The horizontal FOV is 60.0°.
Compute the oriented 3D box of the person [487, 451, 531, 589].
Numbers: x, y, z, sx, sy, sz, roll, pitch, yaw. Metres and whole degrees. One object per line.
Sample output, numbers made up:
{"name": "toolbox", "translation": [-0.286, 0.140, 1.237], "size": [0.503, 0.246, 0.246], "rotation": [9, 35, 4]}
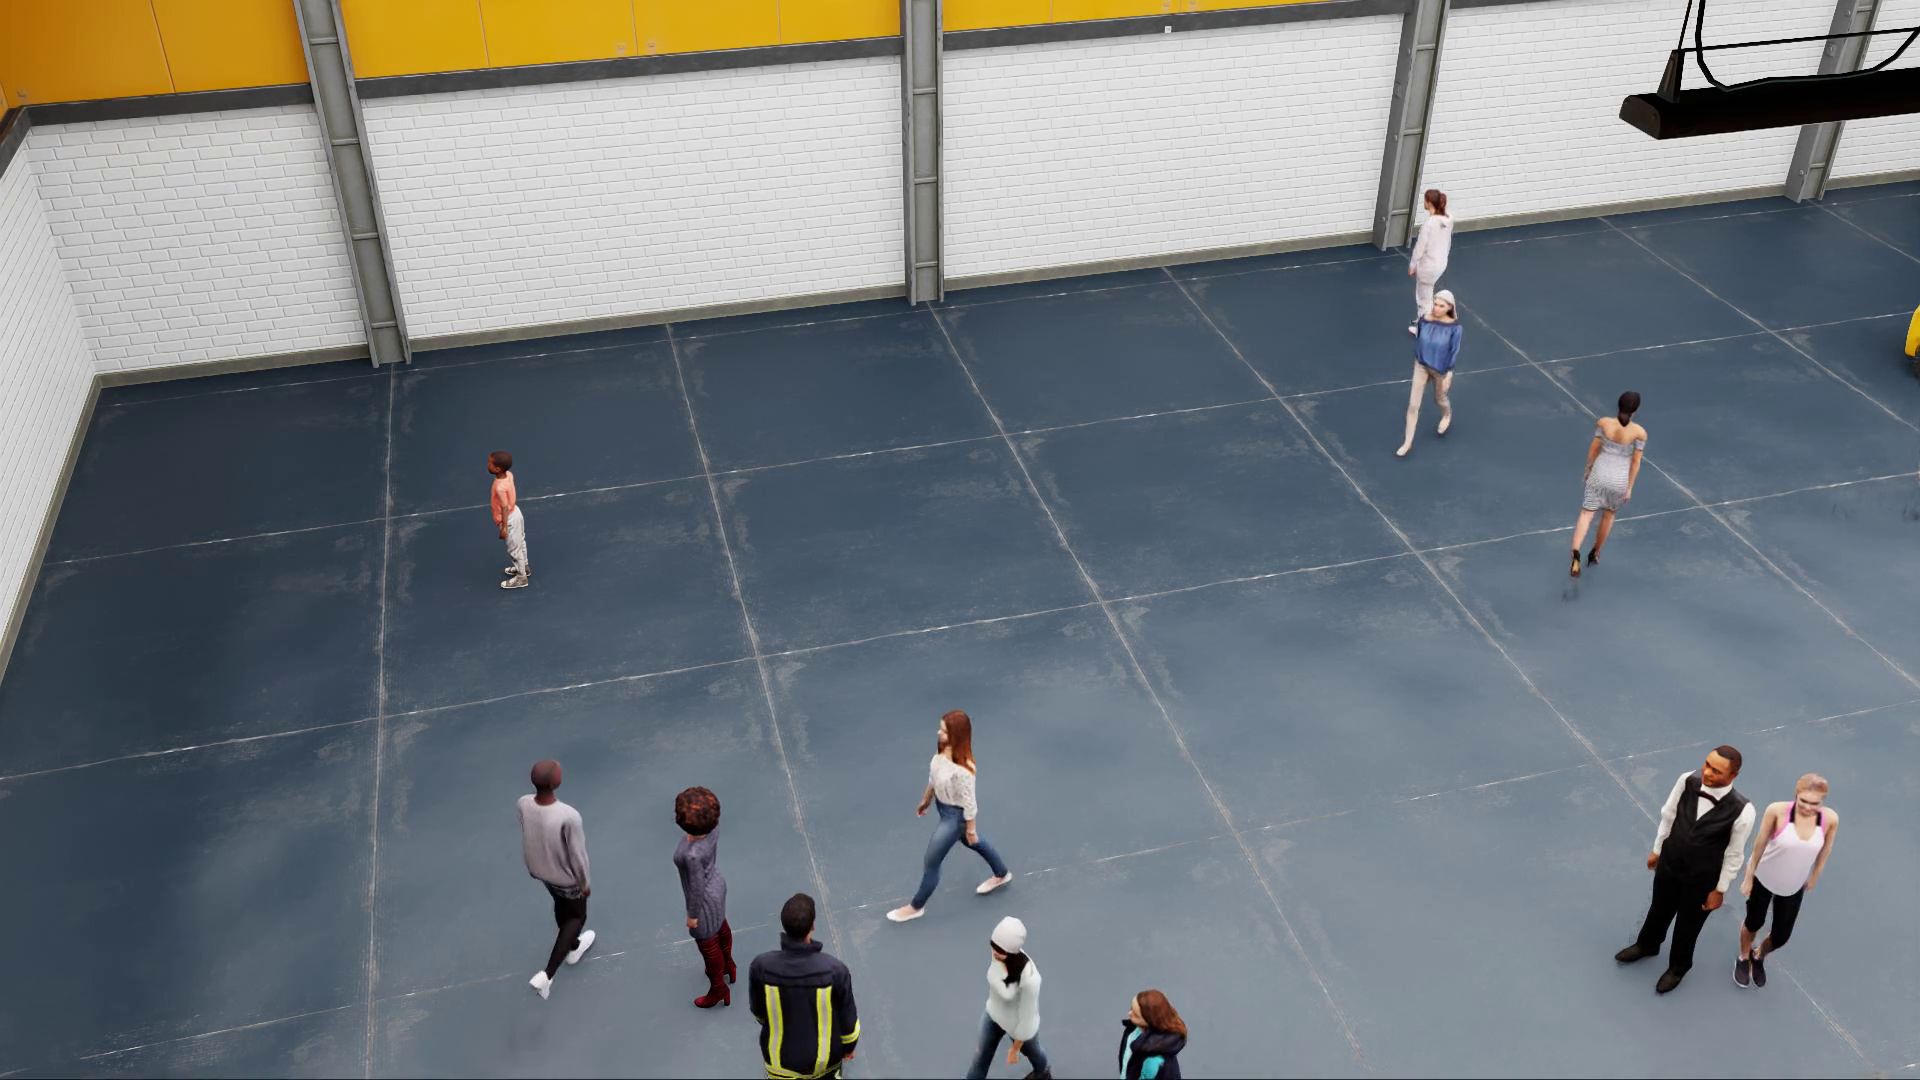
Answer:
{"name": "person", "translation": [-3.878, -0.194, 14.321], "size": [0.527, 1.311, 0.520], "rotation": [-1, 34, -2]}

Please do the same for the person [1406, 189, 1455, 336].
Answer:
{"name": "person", "translation": [5.224, -3.000, 18.213], "size": [0.671, 1.675, 0.794], "rotation": [-24, 41, -32]}

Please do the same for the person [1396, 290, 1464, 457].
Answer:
{"name": "person", "translation": [4.659, -1.666, 16.221], "size": [1.063, 1.659, 1.213], "rotation": [23, 40, 30]}

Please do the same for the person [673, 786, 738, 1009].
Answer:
{"name": "person", "translation": [-1.576, 2.216, 10.333], "size": [0.650, 1.710, 0.663], "rotation": [5, 34, 8]}

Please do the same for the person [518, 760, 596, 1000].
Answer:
{"name": "person", "translation": [-2.565, 2.138, 10.412], "size": [1.035, 1.753, 1.048], "rotation": [12, 36, 18]}

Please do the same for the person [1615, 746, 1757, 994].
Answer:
{"name": "person", "translation": [4.599, 2.033, 10.422], "size": [0.701, 1.917, 0.766], "rotation": [-20, 39, -27]}

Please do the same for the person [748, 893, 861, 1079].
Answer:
{"name": "person", "translation": [-0.887, 2.848, 9.239], "size": [1.290, 1.870, 1.101], "rotation": [2, 34, 3]}

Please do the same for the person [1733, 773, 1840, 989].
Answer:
{"name": "person", "translation": [5.132, 2.081, 10.484], "size": [0.690, 1.768, 0.779], "rotation": [9, 35, 13]}

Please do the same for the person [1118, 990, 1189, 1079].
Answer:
{"name": "person", "translation": [1.101, 3.064, 9.282], "size": [0.991, 1.462, 0.650], "rotation": [-4, 34, -7]}

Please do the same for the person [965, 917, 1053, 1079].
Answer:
{"name": "person", "translation": [0.375, 2.743, 9.634], "size": [1.166, 1.607, 0.869], "rotation": [-21, 39, -29]}

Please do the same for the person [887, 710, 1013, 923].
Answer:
{"name": "person", "translation": [0.044, 1.789, 11.000], "size": [1.124, 1.684, 0.573], "rotation": [-9, 35, -13]}

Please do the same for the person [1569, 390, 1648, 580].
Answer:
{"name": "person", "translation": [5.510, -0.433, 14.238], "size": [0.954, 1.799, 1.053], "rotation": [22, 39, 29]}
